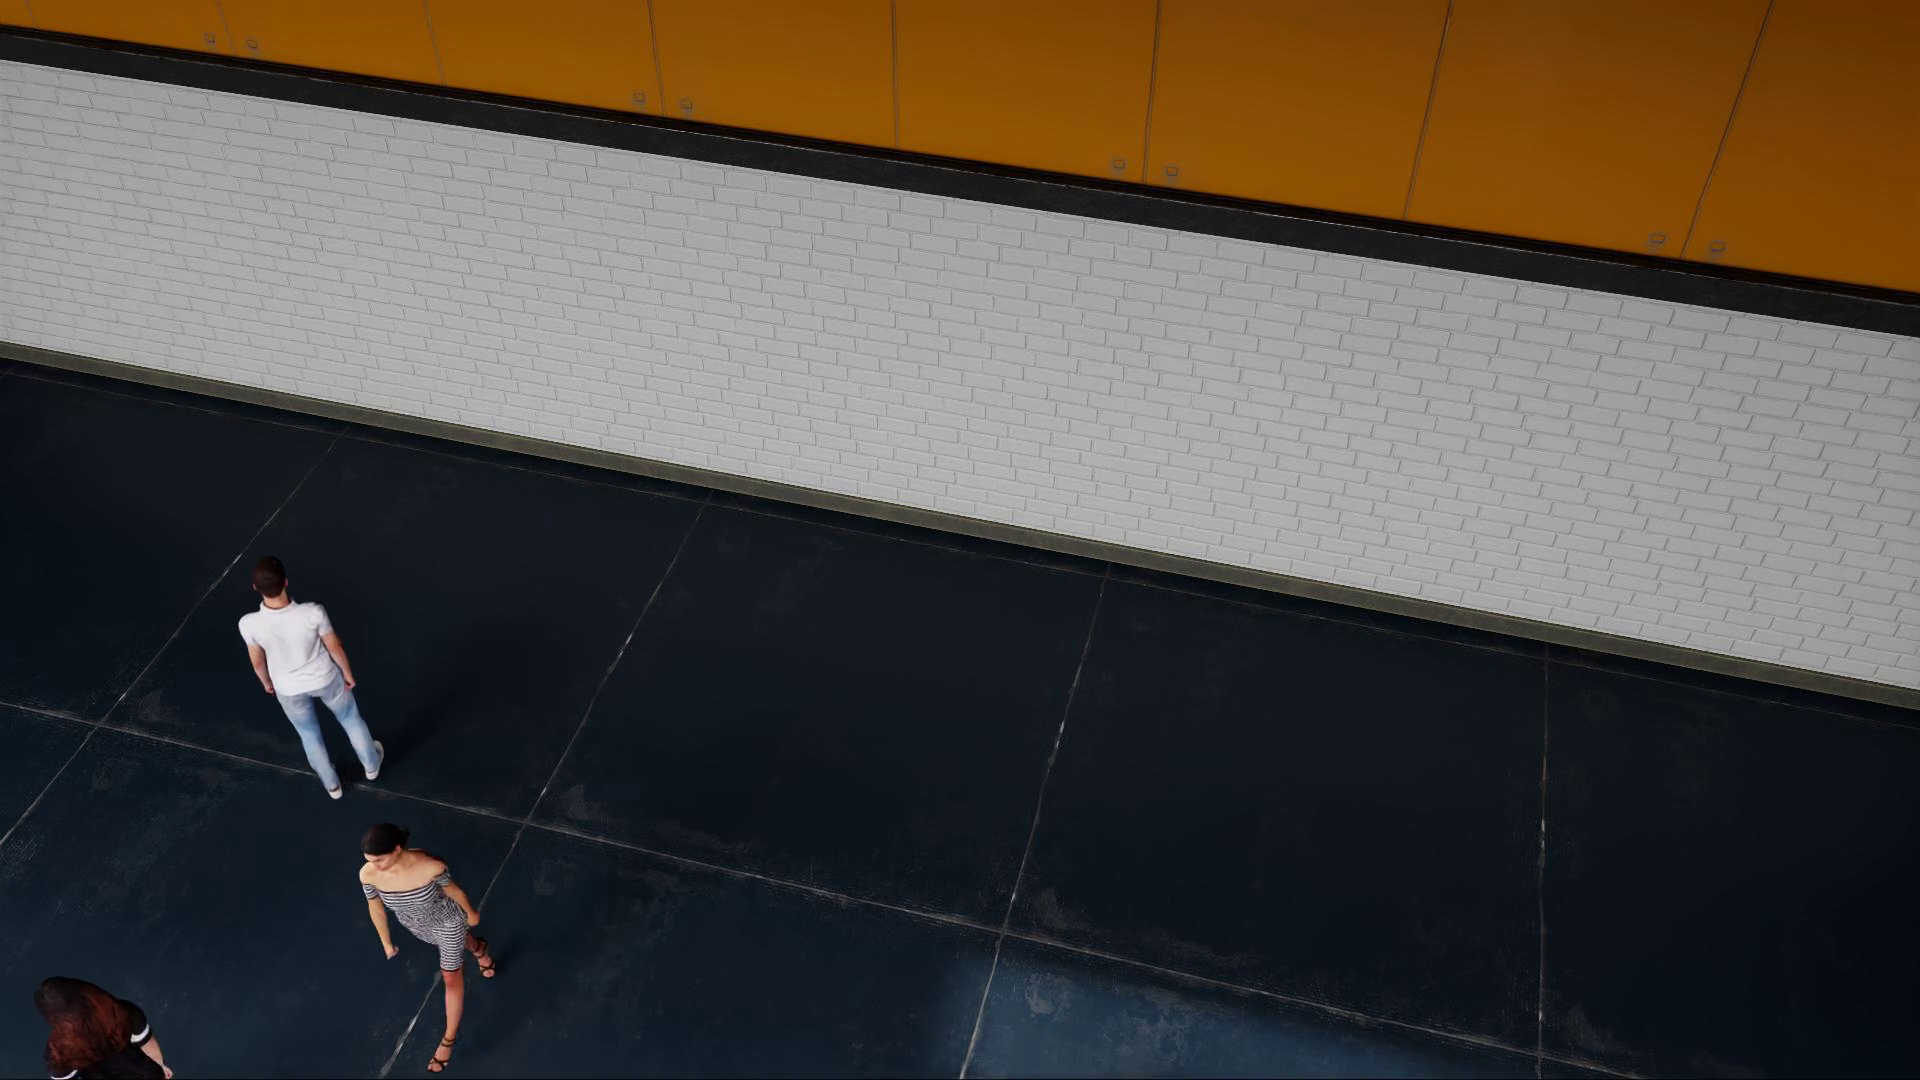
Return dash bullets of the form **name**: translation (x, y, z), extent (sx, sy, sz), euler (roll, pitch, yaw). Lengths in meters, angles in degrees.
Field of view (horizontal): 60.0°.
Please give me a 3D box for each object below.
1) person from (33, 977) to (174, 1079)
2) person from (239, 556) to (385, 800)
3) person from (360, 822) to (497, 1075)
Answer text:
- **person**: translation (-3.980, 2.674, 7.993), extent (0.932, 1.591, 1.085), euler (30, 51, 28)
- **person**: translation (-3.819, 0.847, 9.724), extent (0.766, 1.850, 0.796), euler (-15, 46, -15)
- **person**: translation (-2.686, 1.913, 8.662), extent (0.793, 1.771, 1.103), euler (-4, 44, -4)
